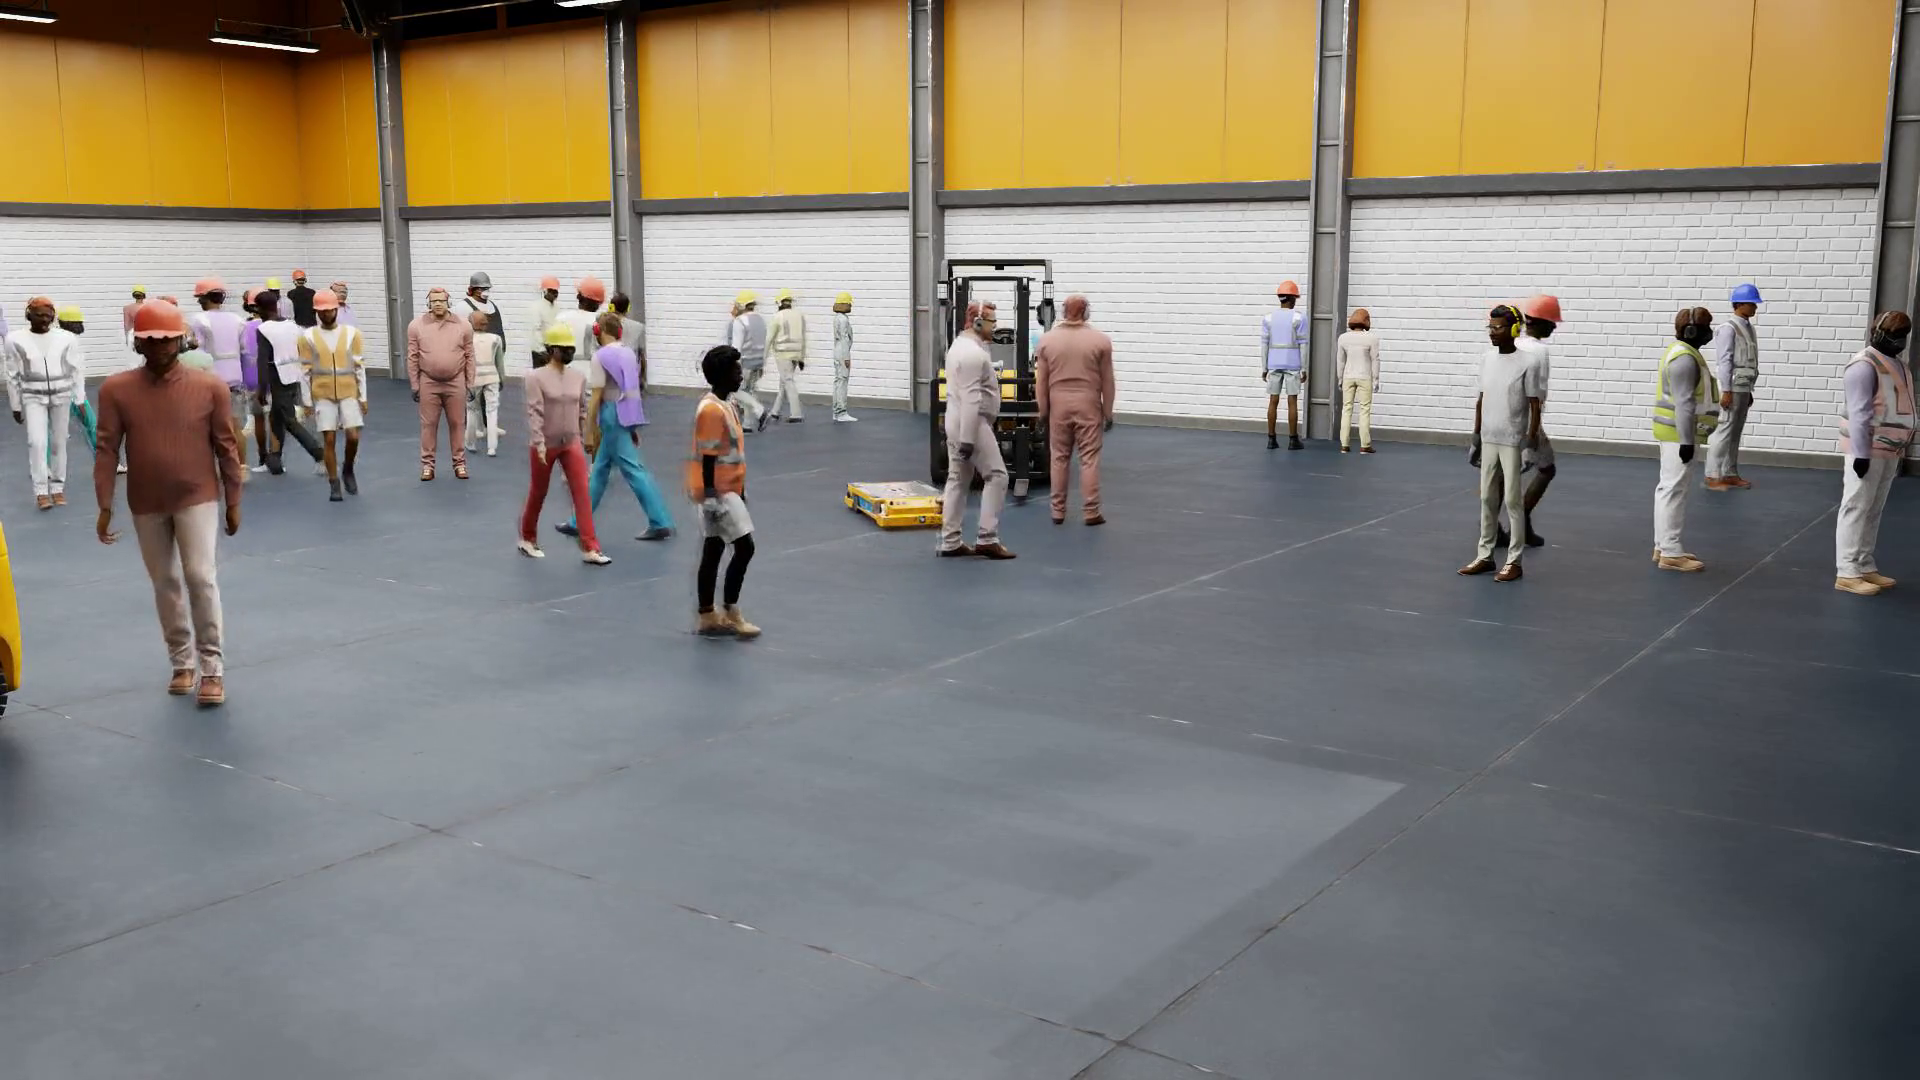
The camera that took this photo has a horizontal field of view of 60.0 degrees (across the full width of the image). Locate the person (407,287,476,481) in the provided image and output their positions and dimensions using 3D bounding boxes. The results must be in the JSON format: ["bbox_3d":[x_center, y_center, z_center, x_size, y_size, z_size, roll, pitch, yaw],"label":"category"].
[{"bbox_3d":[-5.103,-1.538,16.418,0.643,1.910,0.400,-3,10,-18],"label":"person"}]

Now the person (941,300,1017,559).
[{"bbox_3d":[0.160,-0.793,12.081,0.676,1.880,0.641,-2,10,-13],"label":"person"}]

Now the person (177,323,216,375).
[{"bbox_3d":[-7.045,-1.179,15.203,0.494,1.590,0.808,-2,10,-14],"label":"person"}]

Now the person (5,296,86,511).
[{"bbox_3d":[-7.929,-1.181,14.482,0.565,1.850,0.835,-7,12,-36],"label":"person"}]

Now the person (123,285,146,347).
[{"bbox_3d":[-13.637,-3.368,27.739,0.530,1.767,0.328,-5,11,-26],"label":"person"}]

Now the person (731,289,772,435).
[{"bbox_3d":[-2.577,-2.180,20.499,0.565,1.819,0.610,5,11,28],"label":"person"}]

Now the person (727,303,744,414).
[{"bbox_3d":[-3.047,-2.561,23.348,0.361,1.616,0.521,5,11,27],"label":"person"}]

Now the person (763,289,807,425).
[{"bbox_3d":[-2.379,-2.419,22.029,0.890,1.772,0.606,7,12,35],"label":"person"}]

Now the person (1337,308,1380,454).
[{"bbox_3d":[4.474,-1.781,18.684,0.497,1.632,0.289,6,11,34],"label":"person"}]

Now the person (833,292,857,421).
[{"bbox_3d":[-1.566,-2.481,22.520,0.298,1.743,0.493,-3,10,-17],"label":"person"}]

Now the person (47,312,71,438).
[{"bbox_3d":[-11.249,-2.069,20.480,0.829,1.606,0.524,5,11,30],"label":"person"}]

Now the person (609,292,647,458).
[{"bbox_3d":[-3.535,-1.705,17.632,0.518,1.842,0.688,-7,12,-34],"label":"person"}]

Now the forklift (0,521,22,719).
[{"bbox_3d":[-5.296,-0.090,6.943,1.214,2.155,2.313,7,12,35],"label":"forklift"}]

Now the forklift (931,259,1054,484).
[{"bbox_3d":[0.370,-1.738,16.759,1.214,2.155,2.313,1,10,3],"label":"forklift"}]

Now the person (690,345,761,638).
[{"bbox_3d":[-1.297,-0.270,9.511,0.521,1.678,0.557,0,10,-2],"label":"person"}]

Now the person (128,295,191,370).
[{"bbox_3d":[-7.454,-1.362,15.540,0.595,1.856,0.838,-6,11,-31],"label":"person"}]

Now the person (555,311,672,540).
[{"bbox_3d":[-2.689,-0.873,12.863,0.992,1.775,0.614,2,10,10],"label":"person"}]

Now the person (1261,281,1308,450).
[{"bbox_3d":[3.725,-1.994,19.065,0.543,1.932,0.376,5,11,28],"label":"person"}]

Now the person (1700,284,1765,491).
[{"bbox_3d":[7.308,-1.429,15.707,0.475,1.950,0.620,9,13,43],"label":"person"}]

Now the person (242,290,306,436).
[{"bbox_3d":[-8.581,-2.190,20.584,0.764,1.814,0.637,-1,10,-6],"label":"person"}]

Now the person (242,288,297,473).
[{"bbox_3d":[-7.147,-1.639,17.122,0.565,1.888,1.020,-4,10,-20],"label":"person"}]

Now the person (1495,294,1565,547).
[{"bbox_3d":[4.232,-0.875,12.457,0.594,1.905,0.686,-2,10,-10],"label":"person"}]

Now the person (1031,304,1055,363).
[{"bbox_3d":[1.066,-1.962,19.645,0.534,1.673,0.750,-7,12,-35],"label":"person"}]

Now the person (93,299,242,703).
[{"bbox_3d":[-3.861,-0.172,8.086,0.633,1.965,0.771,-2,10,-12],"label":"person"}]

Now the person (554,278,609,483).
[{"bbox_3d":[-3.617,-1.511,16.040,0.634,2.007,0.403,4,10,23],"label":"person"}]

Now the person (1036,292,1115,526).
[{"bbox_3d":[0.956,-1.069,13.631,0.648,1.906,0.404,2,10,13],"label":"person"}]

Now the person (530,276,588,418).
[{"bbox_3d":[-5.420,-2.525,22.171,0.973,1.948,0.614,6,11,31],"label":"person"}]

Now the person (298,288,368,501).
[{"bbox_3d":[-5.632,-1.301,14.967,0.564,1.918,0.404,-4,10,-22],"label":"person"}]

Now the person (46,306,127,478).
[{"bbox_3d":[-8.838,-1.475,16.595,0.904,1.714,0.540,-6,11,-34],"label":"person"}]

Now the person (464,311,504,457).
[{"bbox_3d":[-5.338,-1.739,18.539,0.520,1.600,0.841,-4,10,-24],"label":"person"}]

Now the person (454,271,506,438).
[{"bbox_3d":[-5.830,-2.274,20.407,0.536,2.000,0.688,5,11,27],"label":"person"}]

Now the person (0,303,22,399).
[{"bbox_3d":[-14.629,-3.014,25.250,0.655,1.886,1.023,5,11,30],"label":"person"}]

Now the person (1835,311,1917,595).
[{"bbox_3d":[5.996,-0.573,10.880,0.621,1.840,0.430,-8,13,-40],"label":"person"}]

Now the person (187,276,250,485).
[{"bbox_3d":[-7.132,-1.519,15.983,0.550,2.015,0.686,5,11,29],"label":"person"}]

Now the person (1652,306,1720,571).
[{"bbox_3d":[5.101,-0.714,11.708,0.430,1.845,0.619,3,10,18],"label":"person"}]

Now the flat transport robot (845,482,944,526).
[{"bbox_3d":[-0.503,-0.322,14.040,0.652,0.197,1.431,-3,10,-16],"label":"flat transport robot"}]

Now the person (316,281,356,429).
[{"bbox_3d":[-7.994,-2.391,21.511,0.400,1.903,0.645,3,10,18],"label":"person"}]

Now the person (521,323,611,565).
[{"bbox_3d":[-2.898,-0.689,11.925,0.529,1.723,0.897,-9,13,-43],"label":"person"}]

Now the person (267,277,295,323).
[{"bbox_3d":[-10.797,-3.201,26.310,0.614,1.909,0.462,-9,13,-44],"label":"person"}]

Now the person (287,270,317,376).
[{"bbox_3d":[-12.225,-4.021,30.942,0.379,1.996,0.609,7,12,37],"label":"person"}]

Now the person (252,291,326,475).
[{"bbox_3d":[-6.783,-1.577,16.794,0.929,1.871,0.621,2,10,10],"label":"person"}]

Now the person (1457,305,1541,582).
[{"bbox_3d":[3.669,-0.650,11.249,0.313,1.867,0.528,-6,11,-31],"label":"person"}]
